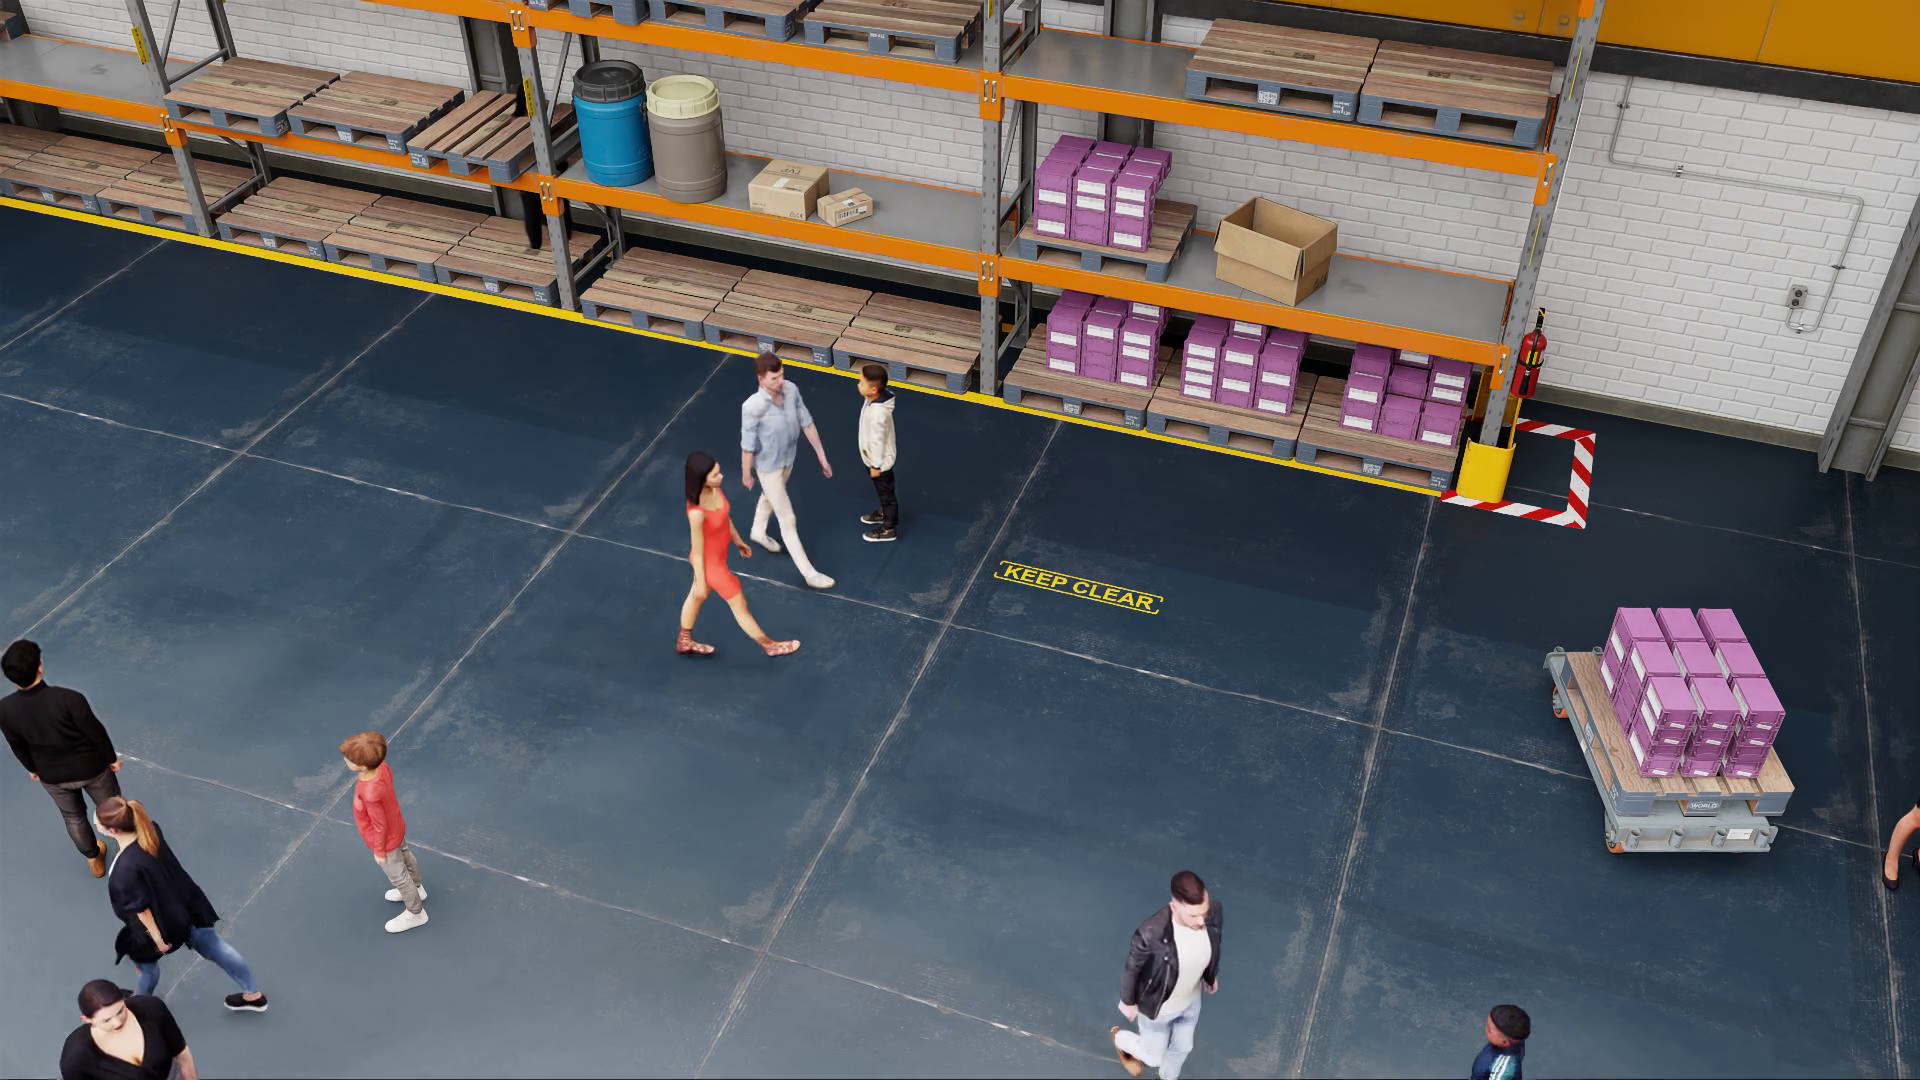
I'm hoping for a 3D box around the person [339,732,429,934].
[{"bbox_3d":[-3.186,1.603,9.240,0.635,1.417,0.601,-8,39,-10],"label":"person"}]

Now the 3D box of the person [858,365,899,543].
[{"bbox_3d":[-0.573,-0.637,12.015,0.660,1.453,0.648,-7,39,-8],"label":"person"}]

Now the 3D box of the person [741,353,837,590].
[{"bbox_3d":[-1.357,-0.570,11.653,1.269,1.800,0.910,24,45,27],"label":"person"}]

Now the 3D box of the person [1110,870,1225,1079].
[{"bbox_3d":[0.991,2.169,8.210,0.921,1.817,0.985,-22,43,-25],"label":"person"}]

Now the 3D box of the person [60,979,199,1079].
[{"bbox_3d":[-3.856,2.563,7.777,0.708,1.743,0.707,23,44,26],"label":"person"}]

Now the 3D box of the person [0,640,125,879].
[{"bbox_3d":[-5.051,1.250,9.437,0.666,1.722,0.785,-7,39,-9],"label":"person"}]

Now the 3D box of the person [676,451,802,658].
[{"bbox_3d":[-1.705,0.145,10.862,1.166,1.671,0.857,0,39,-1],"label":"person"}]

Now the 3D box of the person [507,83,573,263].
[{"bbox_3d":[-3.792,-3.316,15.081,0.771,1.815,0.829,-17,42,-20],"label":"person"}]

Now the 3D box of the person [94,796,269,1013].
[{"bbox_3d":[-4.010,1.951,8.626,1.147,1.639,0.830,2,39,3],"label":"person"}]
